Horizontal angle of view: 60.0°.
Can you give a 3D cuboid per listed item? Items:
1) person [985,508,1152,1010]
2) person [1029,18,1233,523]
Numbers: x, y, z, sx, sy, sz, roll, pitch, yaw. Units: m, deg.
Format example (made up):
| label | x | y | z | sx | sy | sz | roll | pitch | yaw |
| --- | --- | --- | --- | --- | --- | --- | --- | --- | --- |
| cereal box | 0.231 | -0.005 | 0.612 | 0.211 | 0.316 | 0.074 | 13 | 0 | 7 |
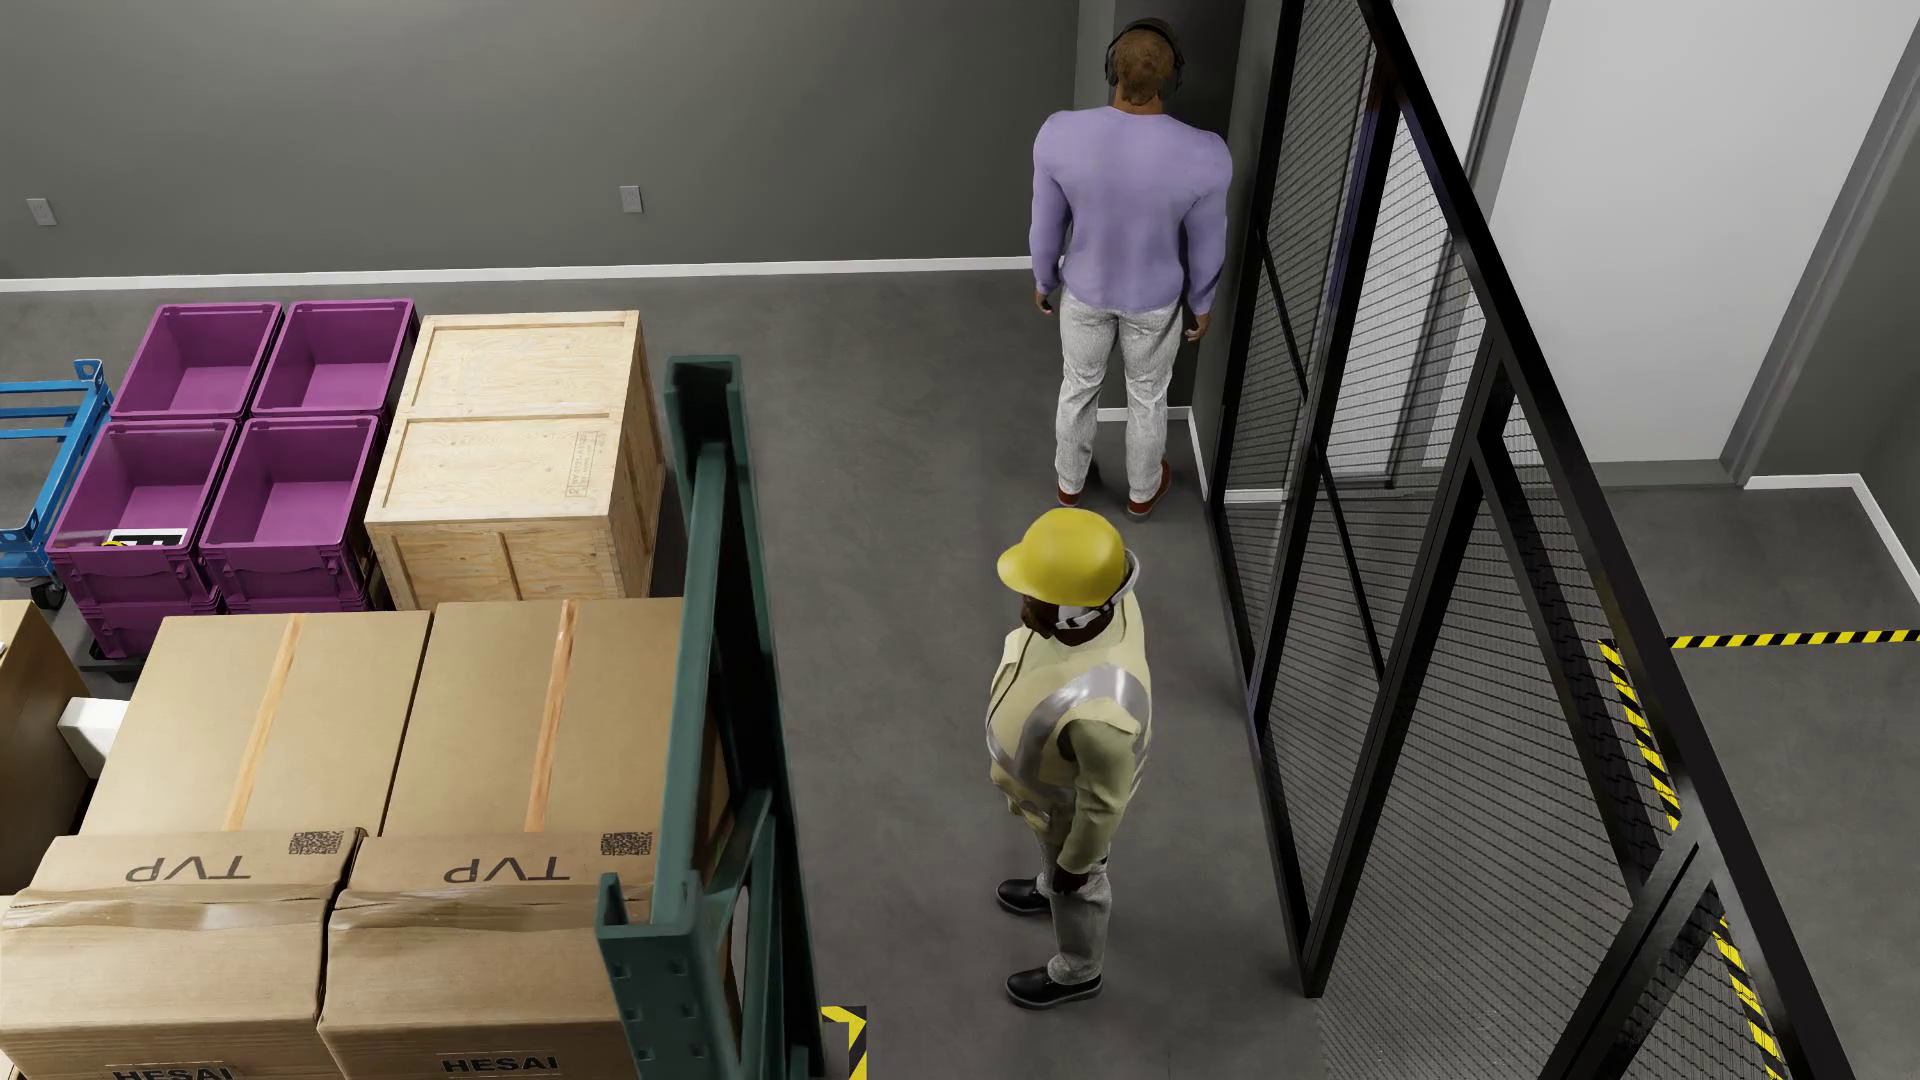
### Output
| label | x | y | z | sx | sy | sz | roll | pitch | yaw |
| --- | --- | --- | --- | --- | --- | --- | --- | --- | --- |
| person | 0.265 | 0.588 | 4.267 | 0.404 | 1.830 | 0.599 | -2 | 46 | -1 |
| person | 0.547 | -0.839 | 5.558 | 0.637 | 1.938 | 0.357 | 10 | 47 | 9 |
